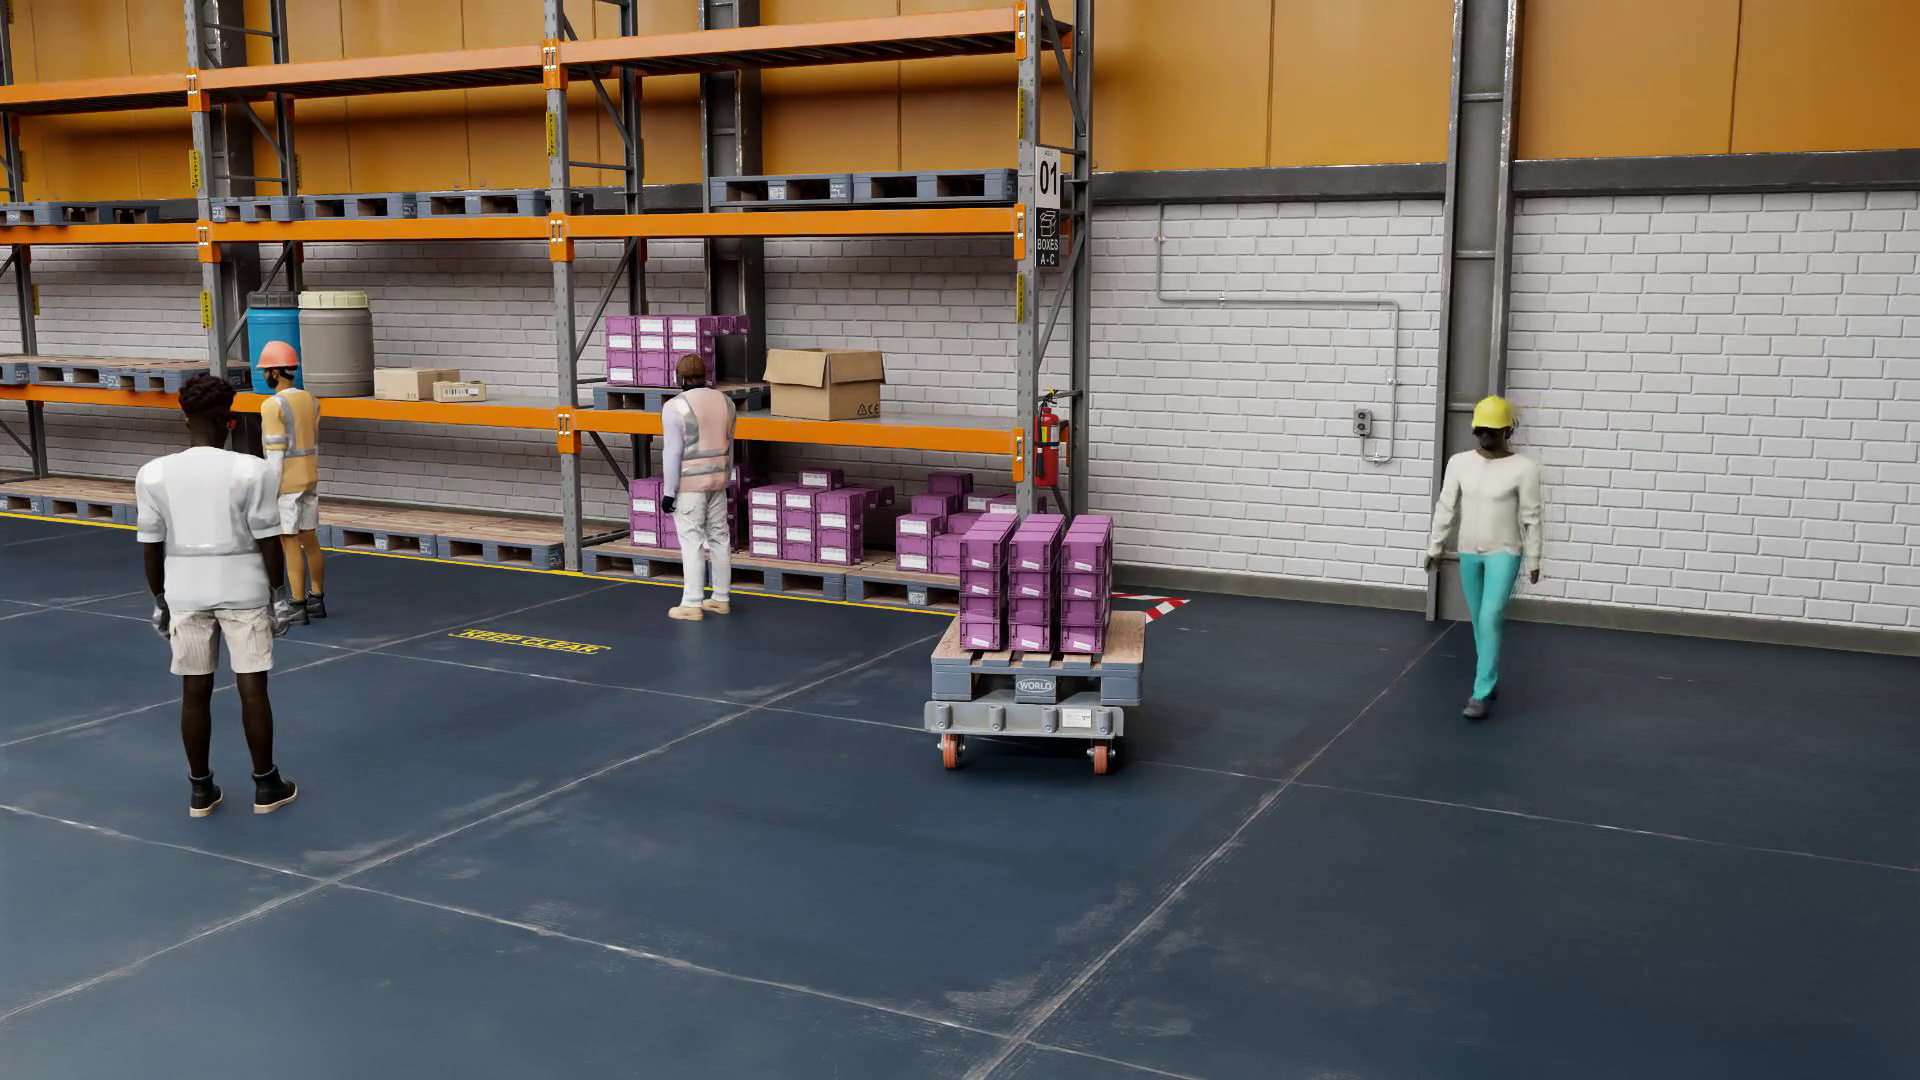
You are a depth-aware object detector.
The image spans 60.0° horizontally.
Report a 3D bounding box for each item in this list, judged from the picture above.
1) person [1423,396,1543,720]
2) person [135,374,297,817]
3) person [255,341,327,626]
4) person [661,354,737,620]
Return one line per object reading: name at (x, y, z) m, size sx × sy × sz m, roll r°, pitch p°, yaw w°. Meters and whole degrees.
person at (2.815, 0.094, 8.998) m, size 0.801 × 1.731 × 0.532 m, roll -9°, pitch 13°, yaw -44°
person at (-3.272, 0.251, 7.349) m, size 0.600 × 1.959 × 0.376 m, roll -1°, pitch 9°, yaw -7°
person at (-4.565, -0.381, 11.313) m, size 0.355 × 1.940 × 0.542 m, roll 2°, pitch 9°, yaw 10°
person at (-1.828, -0.365, 11.527) m, size 0.430 × 1.841 × 0.624 m, roll 8°, pitch 12°, yaw 39°
